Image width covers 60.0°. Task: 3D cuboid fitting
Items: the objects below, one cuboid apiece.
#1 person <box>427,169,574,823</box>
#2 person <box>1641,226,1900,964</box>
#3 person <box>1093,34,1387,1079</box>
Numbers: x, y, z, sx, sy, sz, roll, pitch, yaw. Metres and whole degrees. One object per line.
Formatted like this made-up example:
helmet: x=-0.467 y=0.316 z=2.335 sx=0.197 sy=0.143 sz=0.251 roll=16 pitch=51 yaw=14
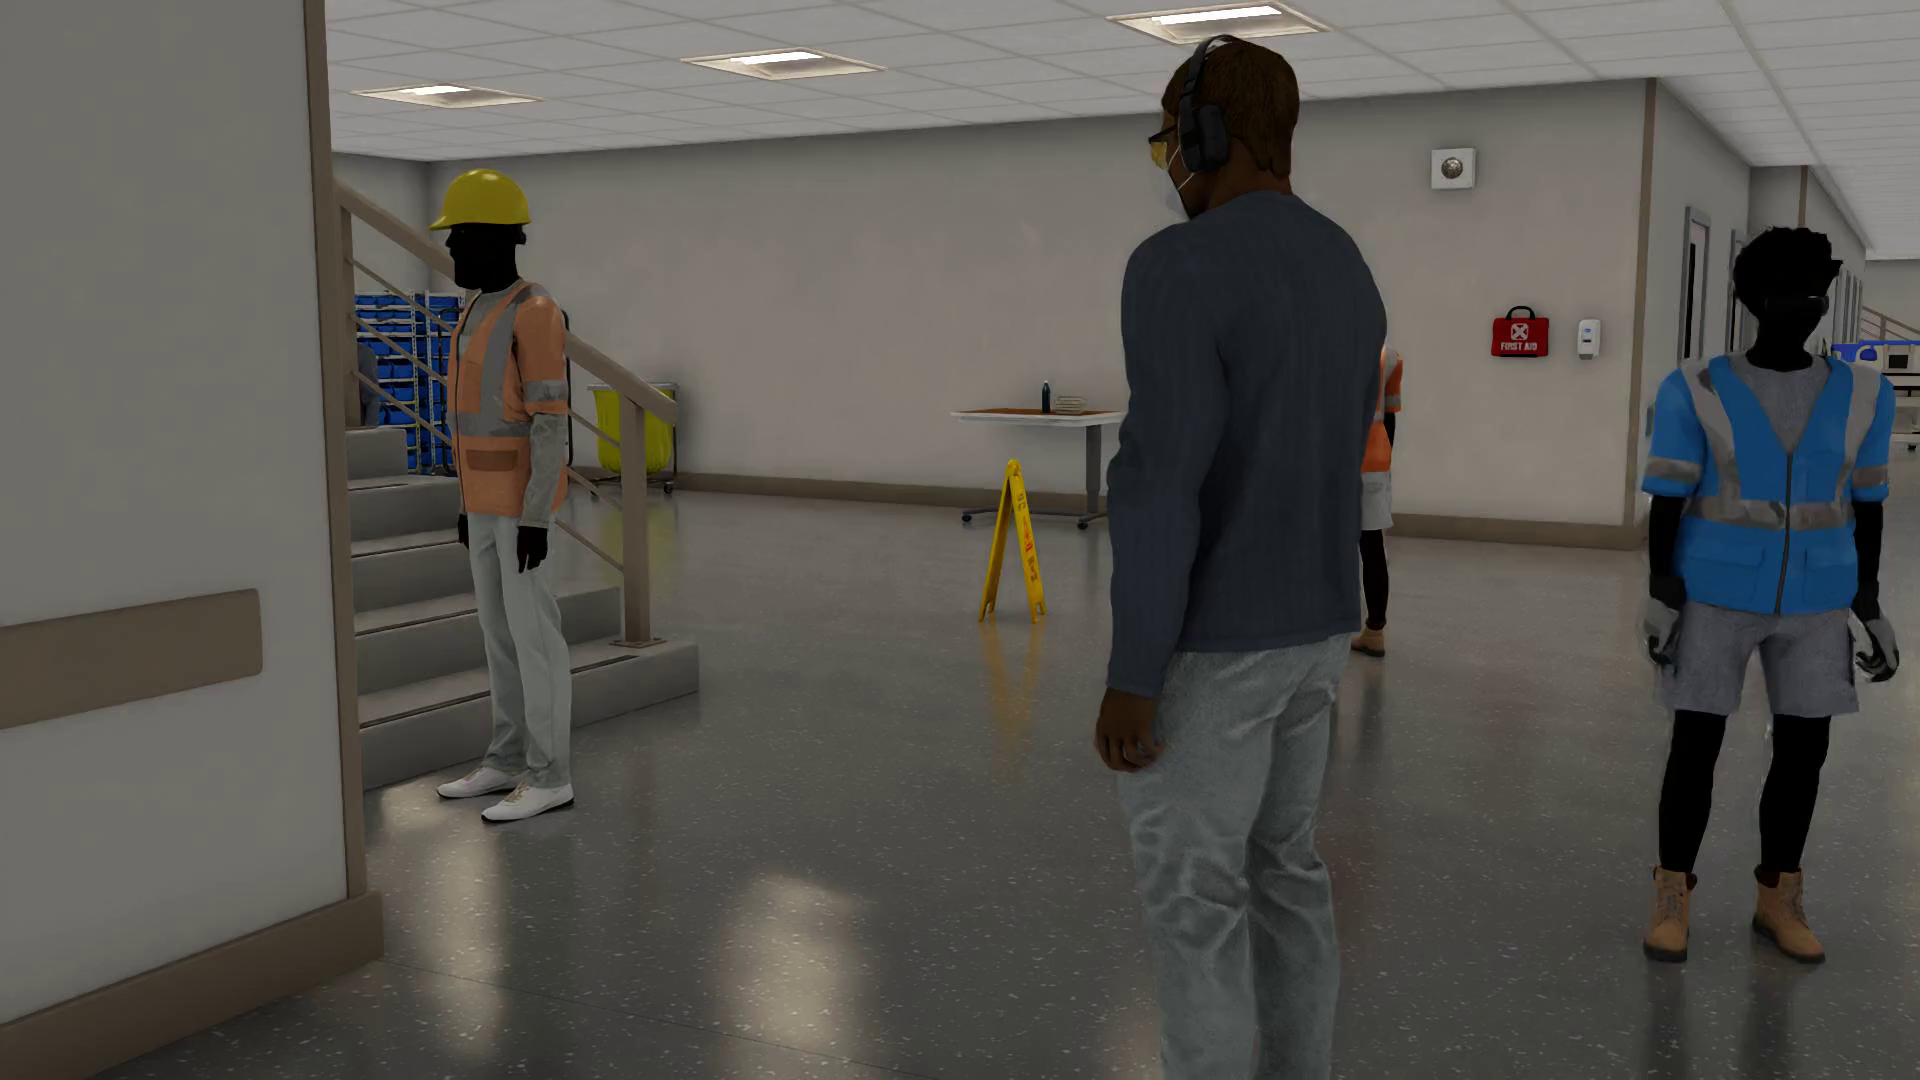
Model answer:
person: x=-1.373 y=-0.131 z=4.994 sx=0.370 sy=1.927 sz=0.588 roll=-6 pitch=9 yaw=-38
person: x=1.855 y=0.140 z=3.831 sx=0.574 sy=1.695 sz=0.316 roll=1 pitch=8 yaw=10
person: x=0.445 y=0.173 z=2.675 sx=0.386 sy=1.928 sz=0.641 roll=6 pitch=10 yaw=40
